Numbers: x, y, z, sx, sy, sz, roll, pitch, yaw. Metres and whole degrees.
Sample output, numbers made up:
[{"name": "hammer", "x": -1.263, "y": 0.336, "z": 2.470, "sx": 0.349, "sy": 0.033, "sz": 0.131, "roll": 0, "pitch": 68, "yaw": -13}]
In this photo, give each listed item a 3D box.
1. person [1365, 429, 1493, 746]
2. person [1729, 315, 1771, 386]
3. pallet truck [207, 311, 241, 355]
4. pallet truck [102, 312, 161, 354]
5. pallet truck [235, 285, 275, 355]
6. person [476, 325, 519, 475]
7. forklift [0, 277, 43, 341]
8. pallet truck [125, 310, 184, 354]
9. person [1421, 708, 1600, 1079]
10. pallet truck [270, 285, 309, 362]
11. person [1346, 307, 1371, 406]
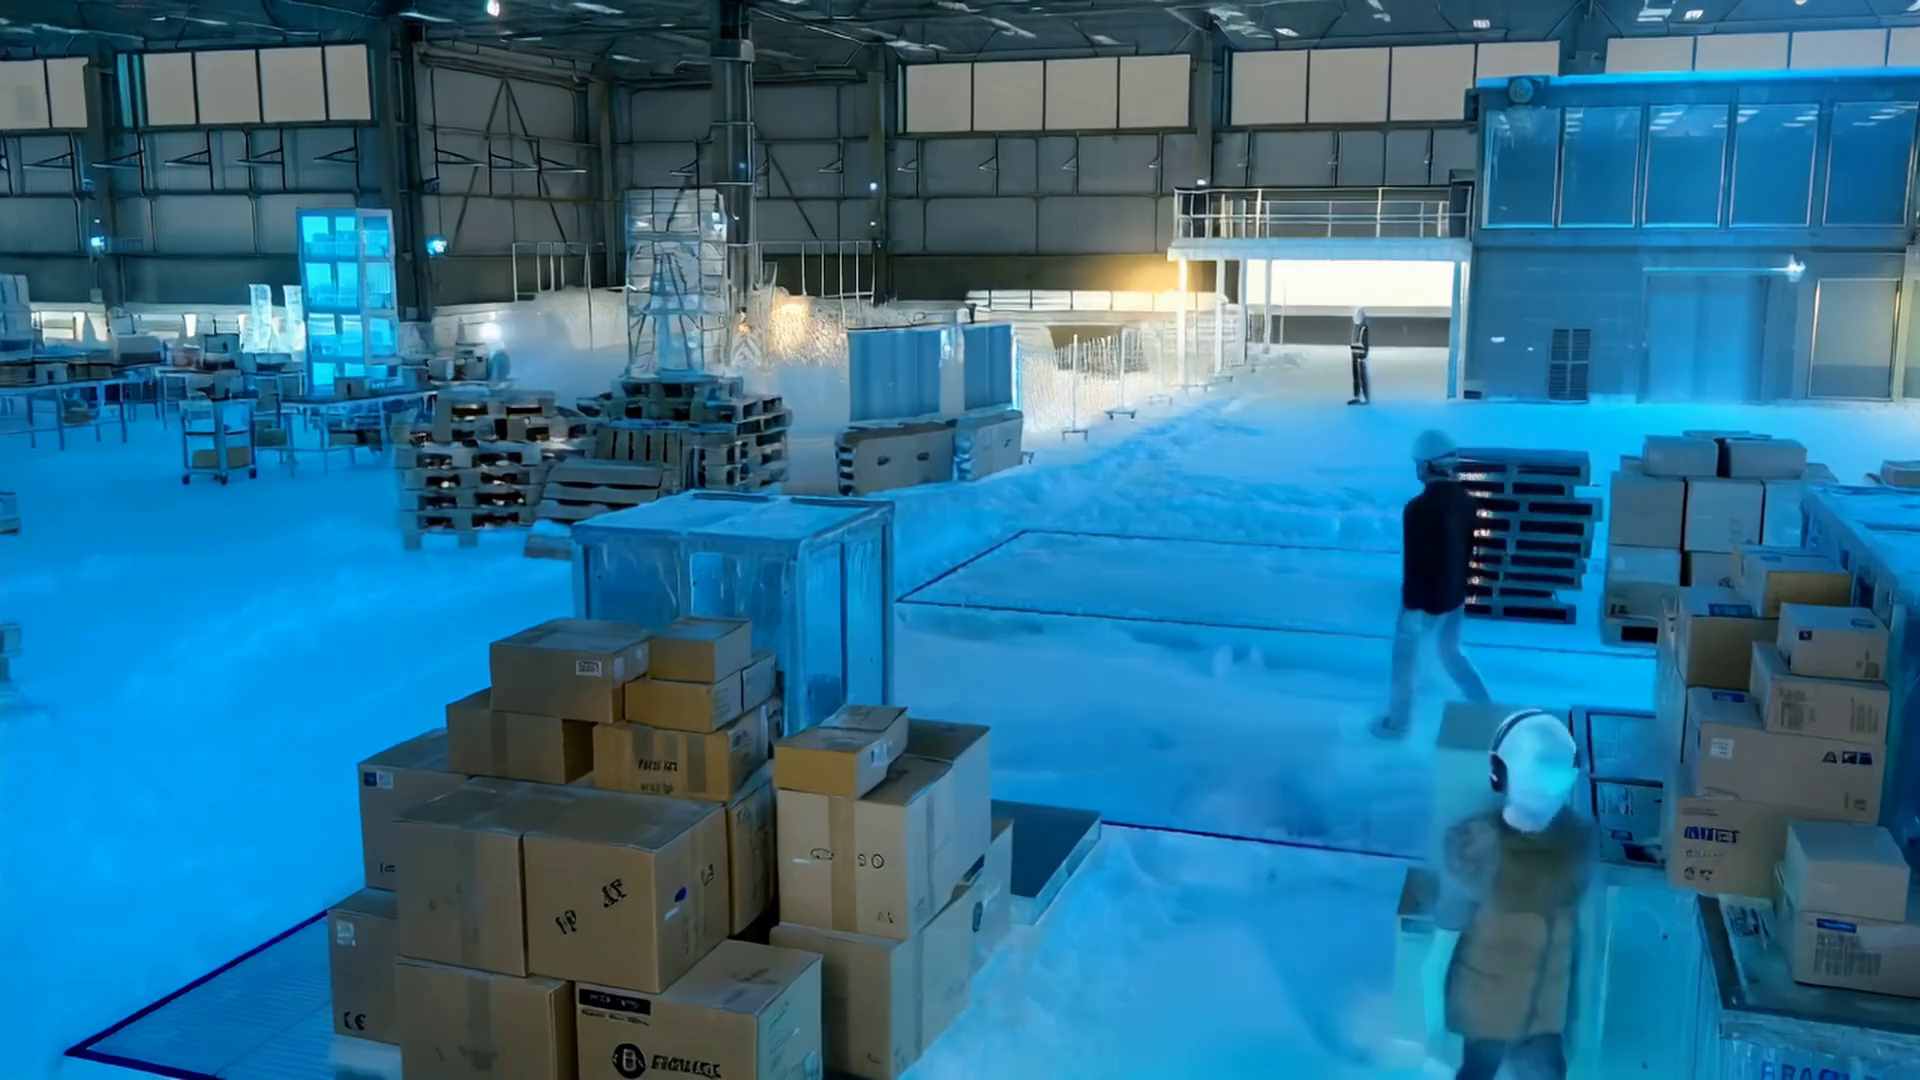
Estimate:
[{"name": "person", "x": 2.865, "y": 0.328, "z": 9.832, "sx": 0.628, "sy": 1.964, "sz": 0.912, "roll": -7, "pitch": 12, "yaw": -34}, {"name": "person", "x": 16.925, "y": -4.172, "z": 35.442, "sx": 1.010, "sy": 1.853, "sz": 0.646, "roll": -3, "pitch": 11, "yaw": -17}, {"name": "pallet truck", "x": -19.537, "y": -5.575, "z": 44.913, "sx": 0.653, "sy": 1.274, "sz": 1.630, "roll": 3, "pitch": 11, "yaw": 19}, {"name": "pallet truck", "x": -23.057, "y": -5.777, "z": 46.261, "sx": 0.680, "sy": 1.201, "sz": 1.601, "roll": 3, "pitch": 11, "yaw": 19}, {"name": "pallet truck", "x": -18.327, "y": -5.835, "z": 44.421, "sx": 0.823, "sy": 1.965, "sz": 1.885, "roll": 4, "pitch": 11, "yaw": 23}, {"name": "person", "x": -6.090, "y": -1.814, "z": 21.805, "sx": 1.046, "sy": 1.987, "sz": 0.627, "roll": -7, "pitch": 12, "yaw": -34}, {"name": "forklift", "x": -27.151, "y": -6.329, "z": 46.328, "sx": 1.157, "sy": 1.987, "sz": 2.680, "roll": 3, "pitch": 11, "yaw": 17}, {"name": "pallet truck", "x": -22.038, "y": -5.665, "z": 45.457, "sx": 0.704, "sy": 1.261, "sz": 1.522, "roll": 3, "pitch": 11, "yaw": 17}, {"name": "person", "x": 1.497, "y": 1.332, "z": 4.586, "sx": 0.558, "sy": 1.822, "sz": 1.000, "roll": -2, "pitch": 10, "yaw": -12}, {"name": "pallet truck", "x": -17.147, "y": -5.700, "z": 43.663, "sx": 0.823, "sy": 1.965, "sz": 1.885, "roll": 3, "pitch": 11, "yaw": 17}, {"name": "person", "x": 7.557, "y": -3.467, "z": 31.449, "sx": 0.353, "sy": 1.877, "sz": 0.572, "roll": -3, "pitch": 10, "yaw": -15}]
